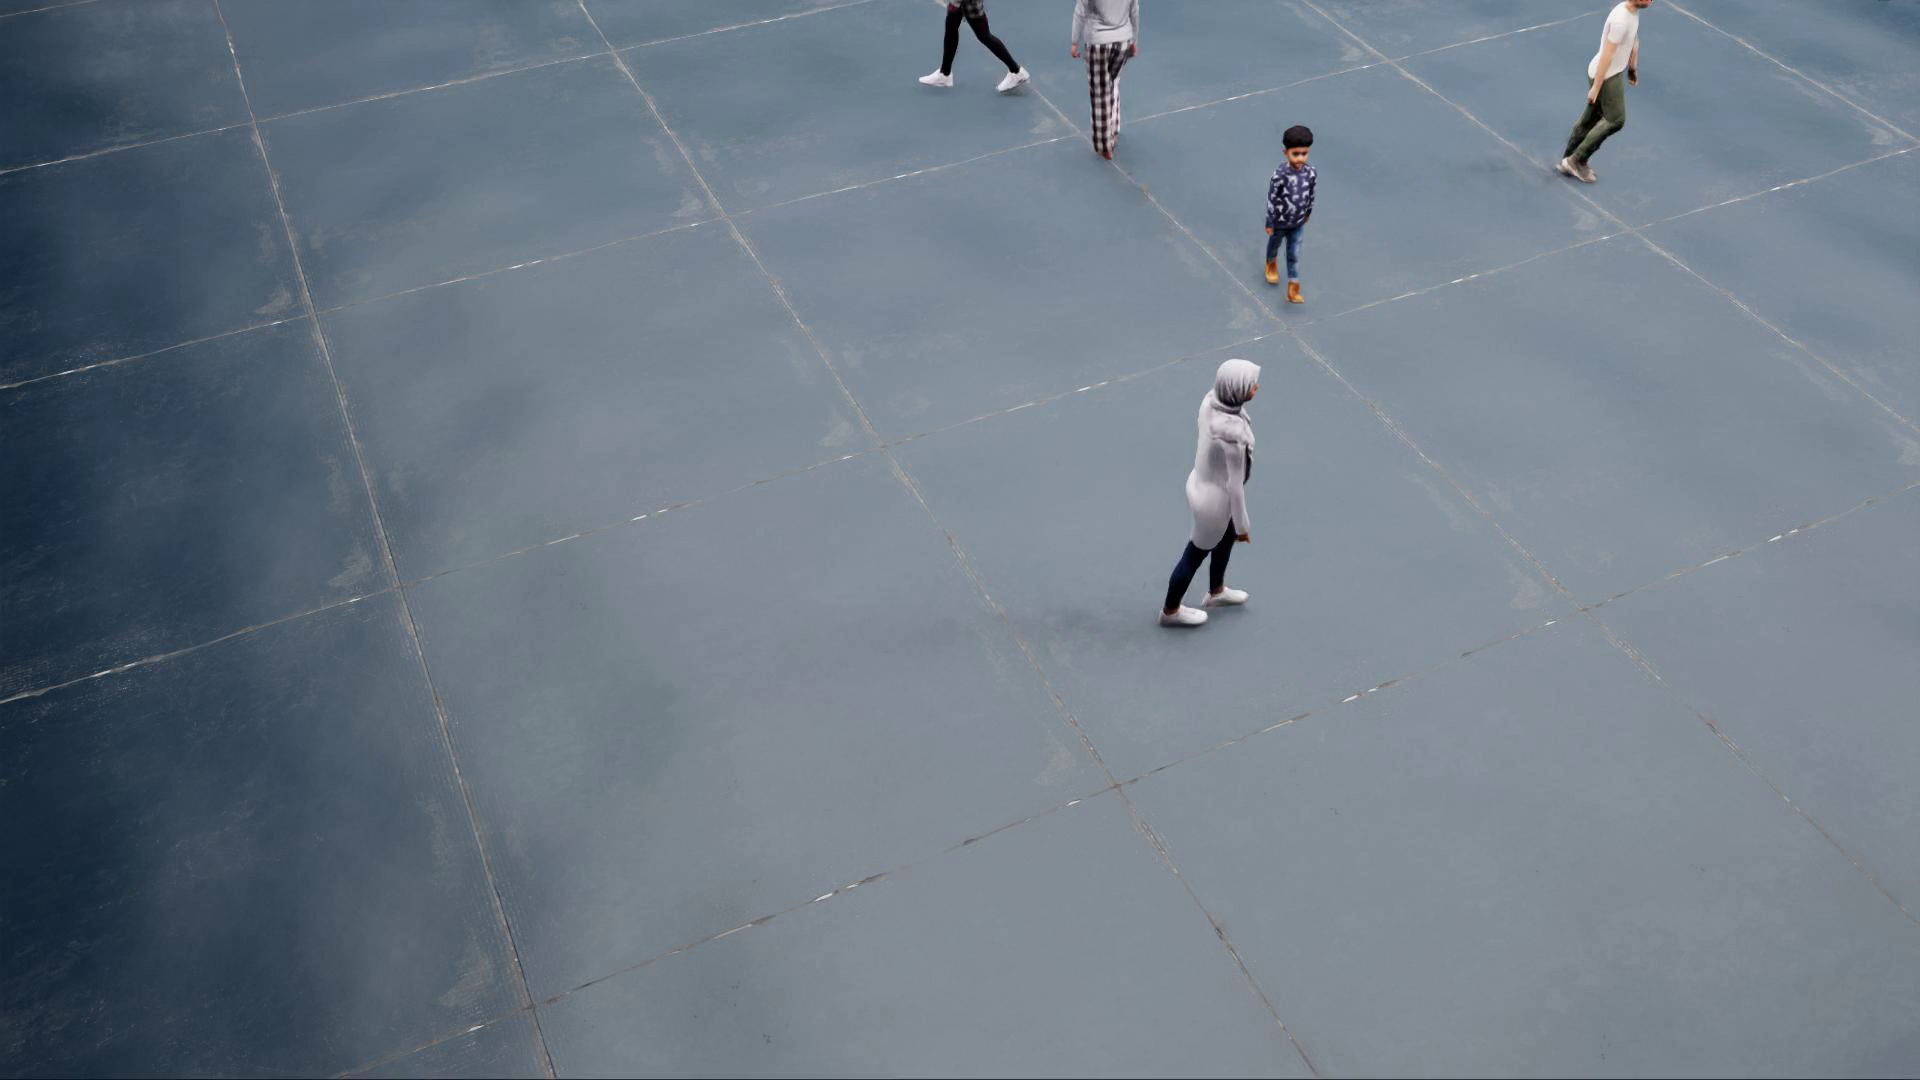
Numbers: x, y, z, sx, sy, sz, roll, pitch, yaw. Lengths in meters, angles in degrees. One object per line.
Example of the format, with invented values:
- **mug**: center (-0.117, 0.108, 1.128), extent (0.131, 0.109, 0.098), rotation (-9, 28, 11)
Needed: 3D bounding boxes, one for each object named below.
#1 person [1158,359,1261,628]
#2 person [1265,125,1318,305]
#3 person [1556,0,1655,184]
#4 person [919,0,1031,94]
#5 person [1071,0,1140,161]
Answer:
- **person**: center (1.231, -0.205, 8.674), extent (0.831, 1.759, 0.796), rotation (-3, 42, -4)
- **person**: center (2.215, -2.251, 11.328), extent (0.657, 1.219, 0.891), rotation (-6, 43, -6)
- **person**: center (4.703, -3.438, 12.322), extent (0.786, 1.640, 0.729), rotation (15, 44, 16)
- **person**: center (0.183, -4.373, 13.272), extent (1.001, 1.747, 1.166), rotation (-1, 42, -1)
- **person**: center (1.143, -3.705, 12.471), extent (0.703, 1.834, 0.768), rotation (-12, 44, -13)
